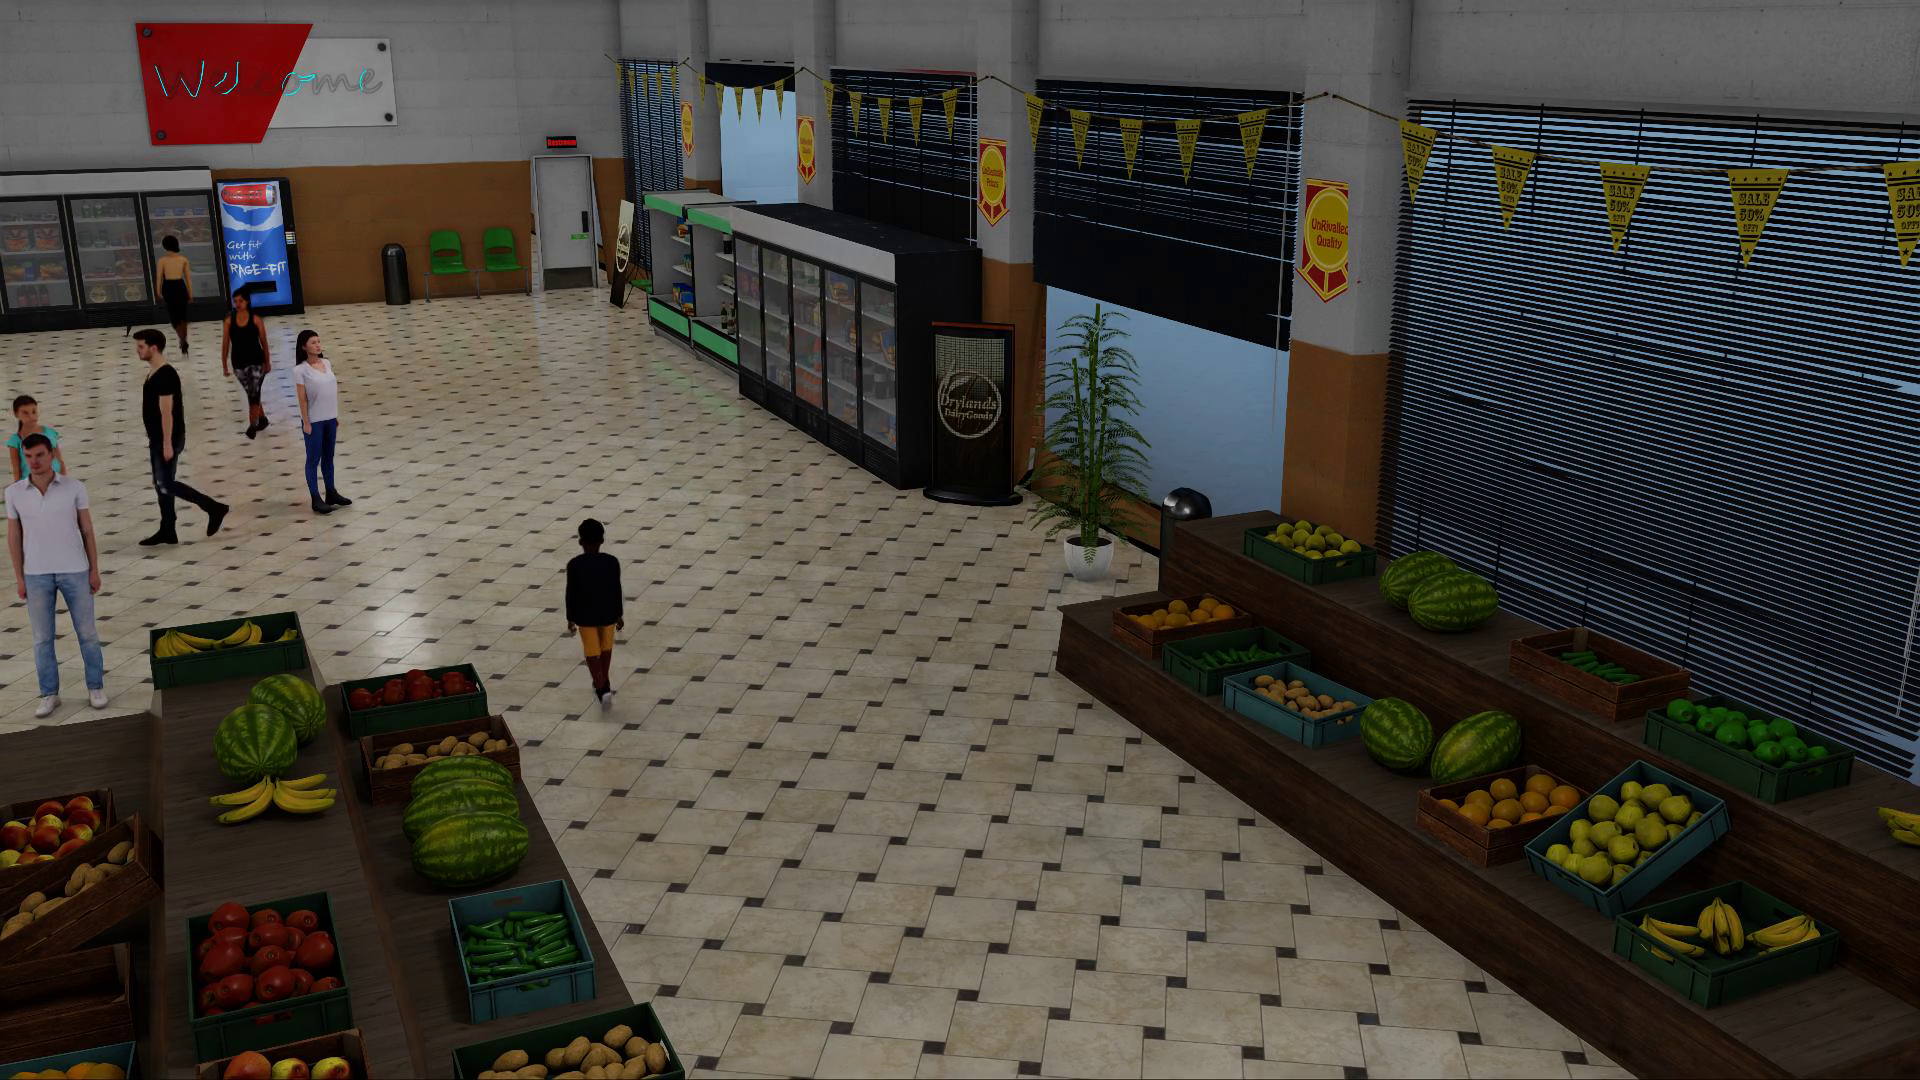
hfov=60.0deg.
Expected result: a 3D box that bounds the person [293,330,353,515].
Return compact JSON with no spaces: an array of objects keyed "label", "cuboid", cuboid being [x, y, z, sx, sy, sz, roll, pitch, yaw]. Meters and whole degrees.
[{"label":"person","cuboid":[-5.931,-1.095,15.373,0.734,1.685,0.669,6,18,18]}]

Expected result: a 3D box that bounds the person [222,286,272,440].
[{"label":"person","cuboid":[-7.787,-1.937,18.254,0.826,1.623,1.156,-2,17,-7]}]

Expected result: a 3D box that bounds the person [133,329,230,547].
[{"label":"person","cuboid":[-6.757,-0.872,14.302,0.787,1.880,0.928,-11,20,-32]}]

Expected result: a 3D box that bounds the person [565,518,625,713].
[{"label":"person","cuboid":[-2.369,0.497,10.873,0.517,1.253,0.822,-8,19,-25]}]

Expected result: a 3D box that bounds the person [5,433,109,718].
[{"label":"person","cuboid":[-5.860,0.208,10.796,0.648,1.850,0.551,-7,18,-21]}]

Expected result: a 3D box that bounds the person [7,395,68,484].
[{"label":"person","cuboid":[-7.400,-0.401,13.375,1.151,1.518,0.910,12,21,34]}]

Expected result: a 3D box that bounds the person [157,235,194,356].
[{"label":"person","cuboid":[-10.763,-3.325,22.828,0.739,1.621,0.961,-15,22,-40]}]
